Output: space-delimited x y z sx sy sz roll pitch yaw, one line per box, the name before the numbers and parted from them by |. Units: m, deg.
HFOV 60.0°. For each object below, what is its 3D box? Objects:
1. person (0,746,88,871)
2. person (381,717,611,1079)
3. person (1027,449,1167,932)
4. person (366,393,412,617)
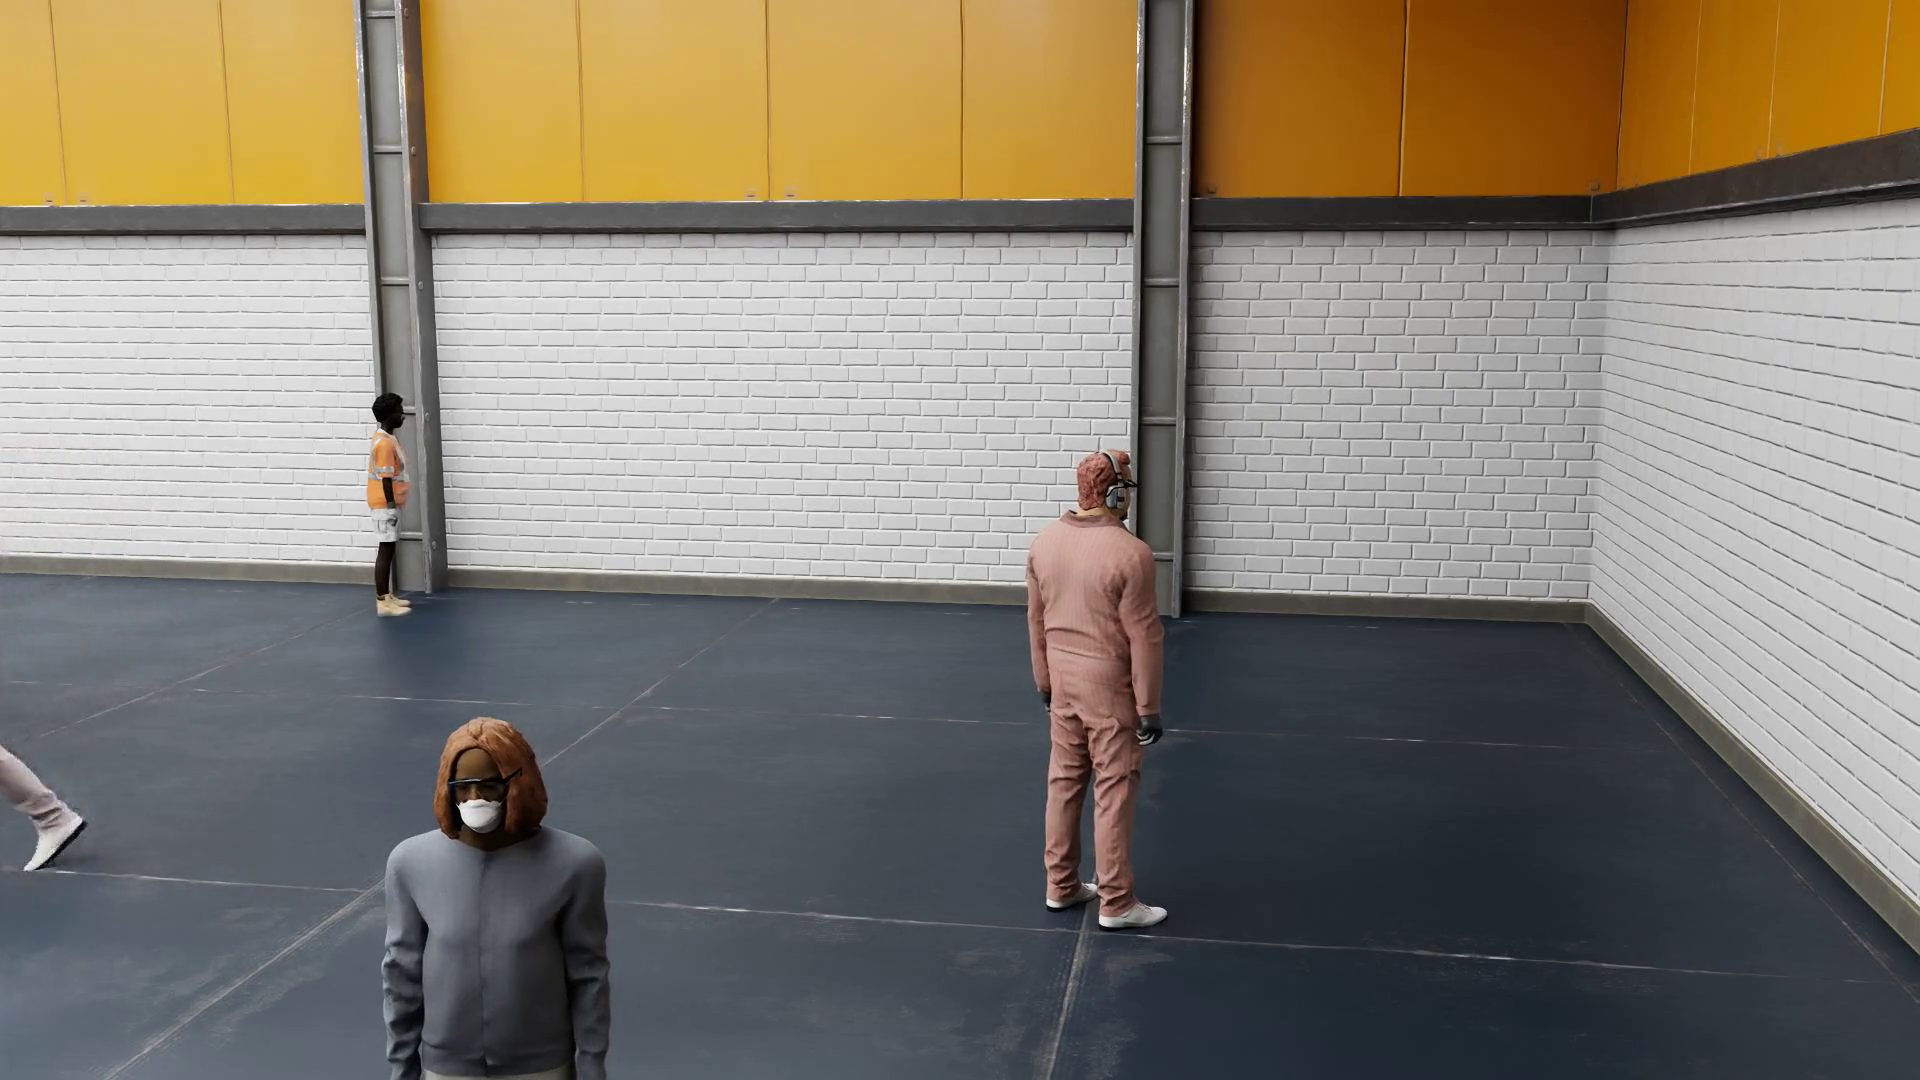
person | -4.211 0.557 6.957 0.926 1.872 0.653 -7 11 -36
person | -1.035 1.192 3.743 0.498 1.634 0.279 -1 9 -6
person | 0.568 0.590 6.621 0.408 1.906 0.653 -8 12 -41
person | -4.326 -0.270 12.597 0.321 1.691 0.530 -3 10 -19
